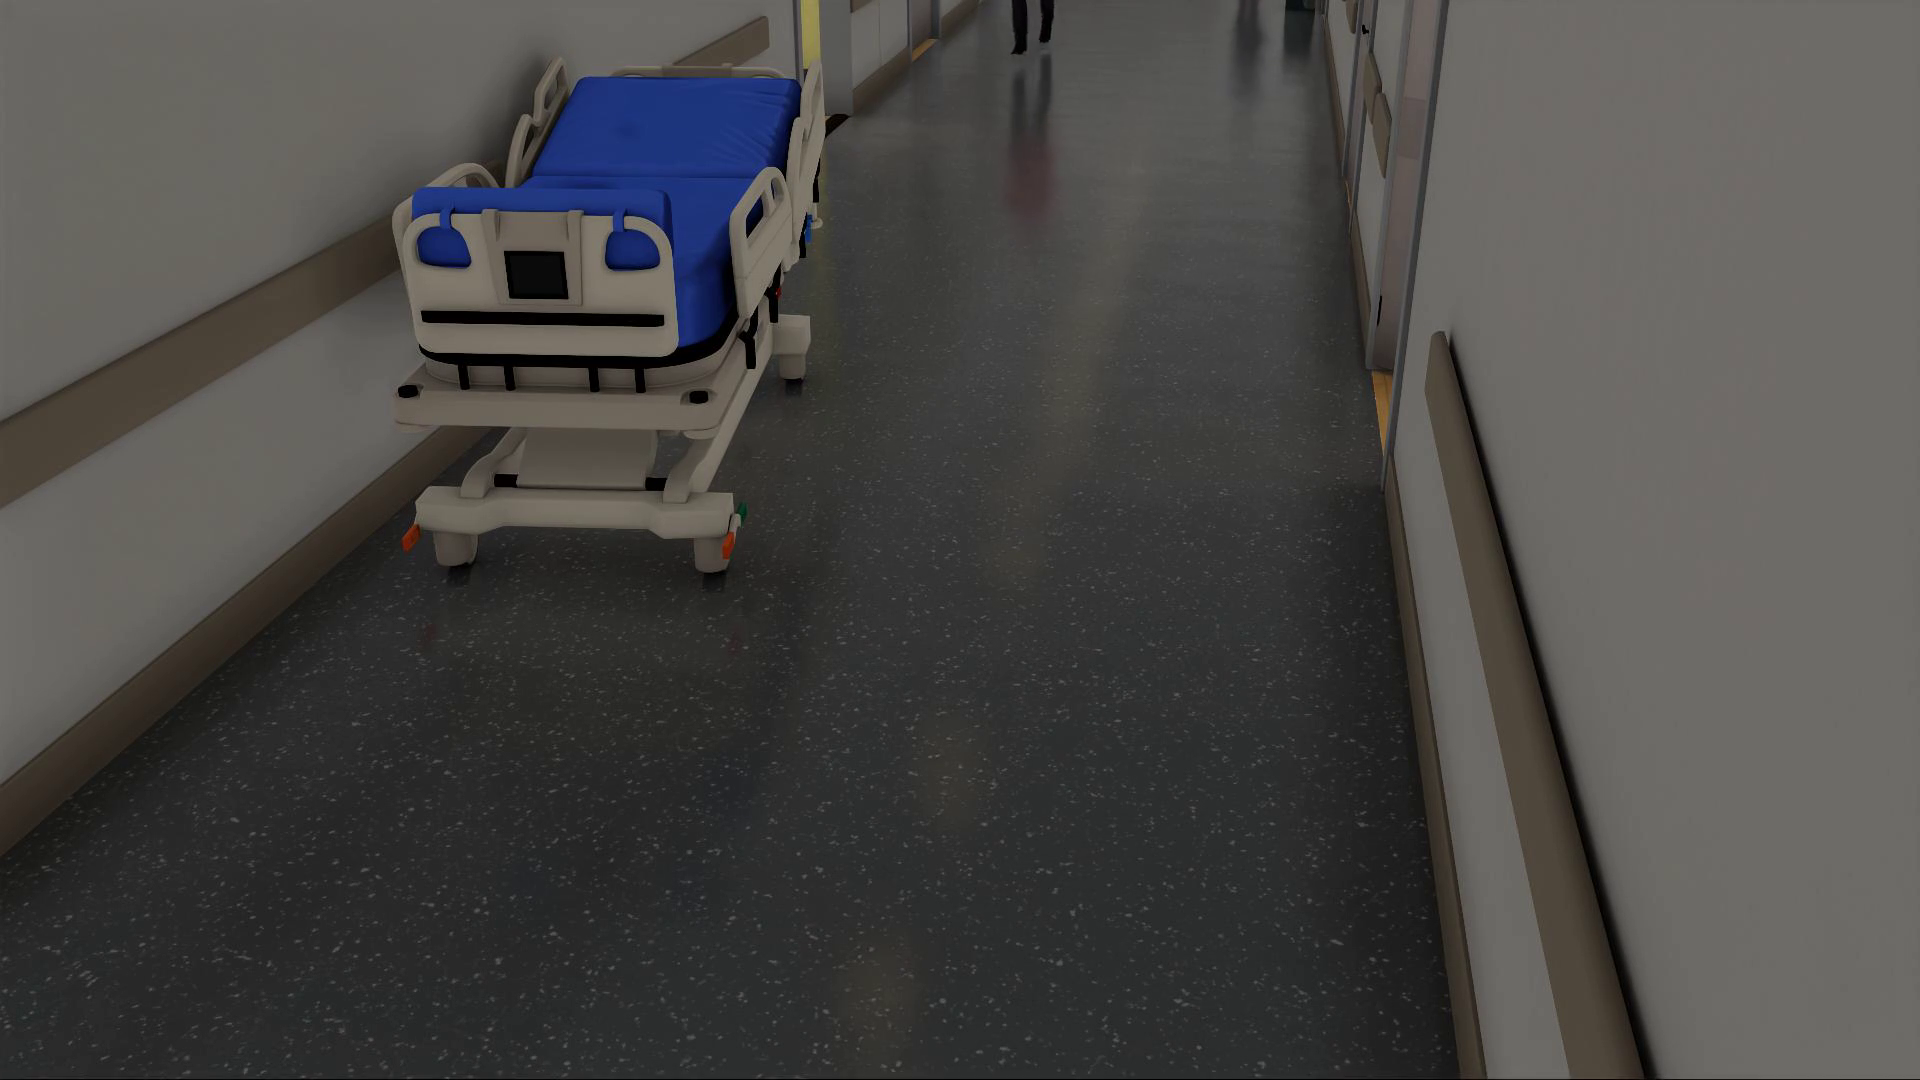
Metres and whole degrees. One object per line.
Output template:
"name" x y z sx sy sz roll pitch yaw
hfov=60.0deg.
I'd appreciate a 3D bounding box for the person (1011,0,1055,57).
"person" 0.642 -5.123 14.115 1.156 1.920 0.754 6 26 12
